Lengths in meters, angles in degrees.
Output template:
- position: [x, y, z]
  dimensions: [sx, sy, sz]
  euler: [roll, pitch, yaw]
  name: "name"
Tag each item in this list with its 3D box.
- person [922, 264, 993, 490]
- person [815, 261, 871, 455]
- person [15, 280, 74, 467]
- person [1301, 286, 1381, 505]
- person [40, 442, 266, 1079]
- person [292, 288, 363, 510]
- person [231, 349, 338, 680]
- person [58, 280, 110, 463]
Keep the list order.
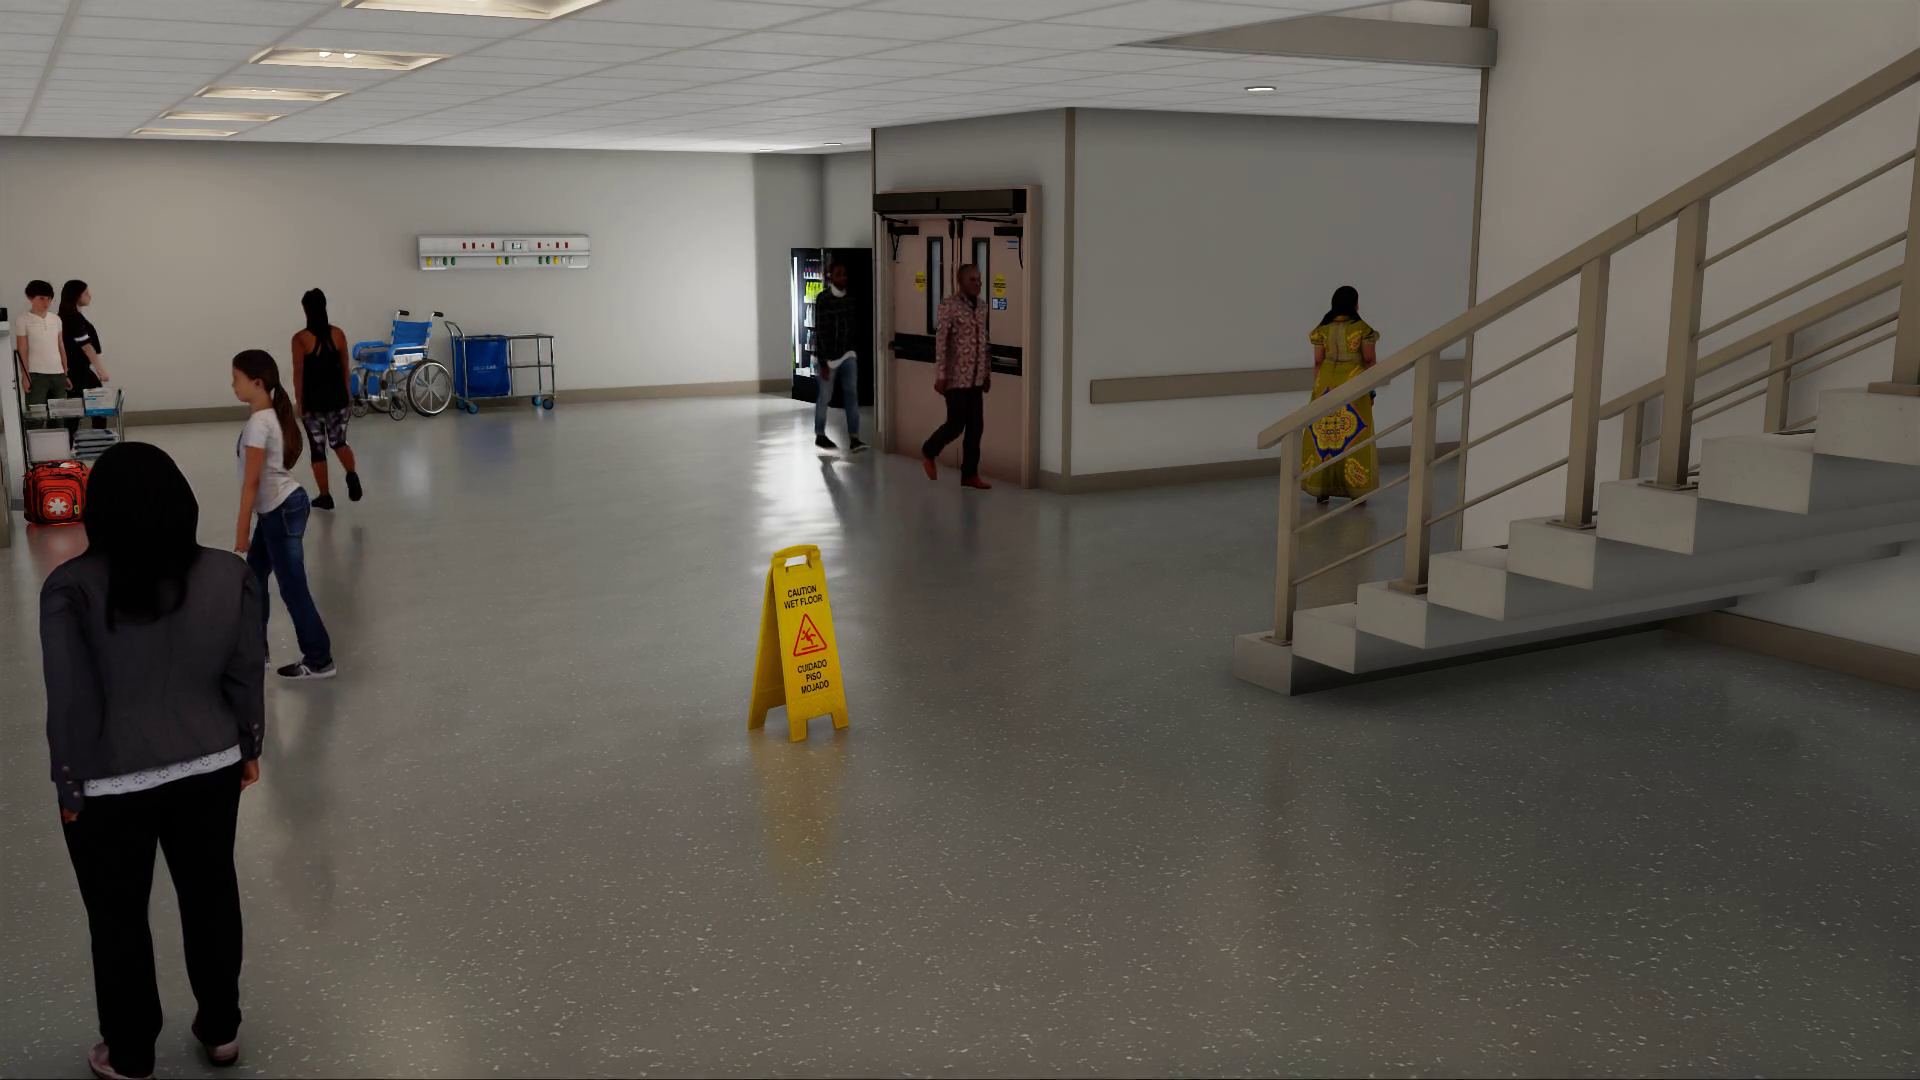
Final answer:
- position: [-0.032, -1.310, 13.412]
  dimensions: [0.842, 1.786, 0.977]
  euler: [-10, 14, -42]
  name: "person"
- position: [-1.181, -1.663, 15.362]
  dimensions: [0.749, 1.753, 1.146]
  euler: [-10, 15, -42]
  name: "person"
- position: [-7.792, -1.382, 14.141]
  dimensions: [0.679, 1.655, 0.663]
  euler: [6, 13, 31]
  name: "person"
- position: [2.920, -1.112, 12.710]
  dimensions: [0.954, 1.659, 1.057]
  euler: [5, 12, 26]
  name: "person"
- position: [-1.982, 0.554, 4.092]
  dimensions: [0.749, 1.599, 0.744]
  euler: [10, 15, 43]
  name: "person"
- position: [-4.658, -1.024, 12.278]
  dimensions: [0.717, 1.648, 0.923]
  euler: [-10, 15, -43]
  name: "person"
- position: [-3.098, -0.107, 7.722]
  dimensions: [0.804, 1.544, 0.840]
  euler: [-1, 11, -5]
  name: "person"
- position: [-7.881, -1.467, 14.697]
  dimensions: [0.698, 1.615, 0.731]
  euler: [-7, 13, -34]
  name: "person"
